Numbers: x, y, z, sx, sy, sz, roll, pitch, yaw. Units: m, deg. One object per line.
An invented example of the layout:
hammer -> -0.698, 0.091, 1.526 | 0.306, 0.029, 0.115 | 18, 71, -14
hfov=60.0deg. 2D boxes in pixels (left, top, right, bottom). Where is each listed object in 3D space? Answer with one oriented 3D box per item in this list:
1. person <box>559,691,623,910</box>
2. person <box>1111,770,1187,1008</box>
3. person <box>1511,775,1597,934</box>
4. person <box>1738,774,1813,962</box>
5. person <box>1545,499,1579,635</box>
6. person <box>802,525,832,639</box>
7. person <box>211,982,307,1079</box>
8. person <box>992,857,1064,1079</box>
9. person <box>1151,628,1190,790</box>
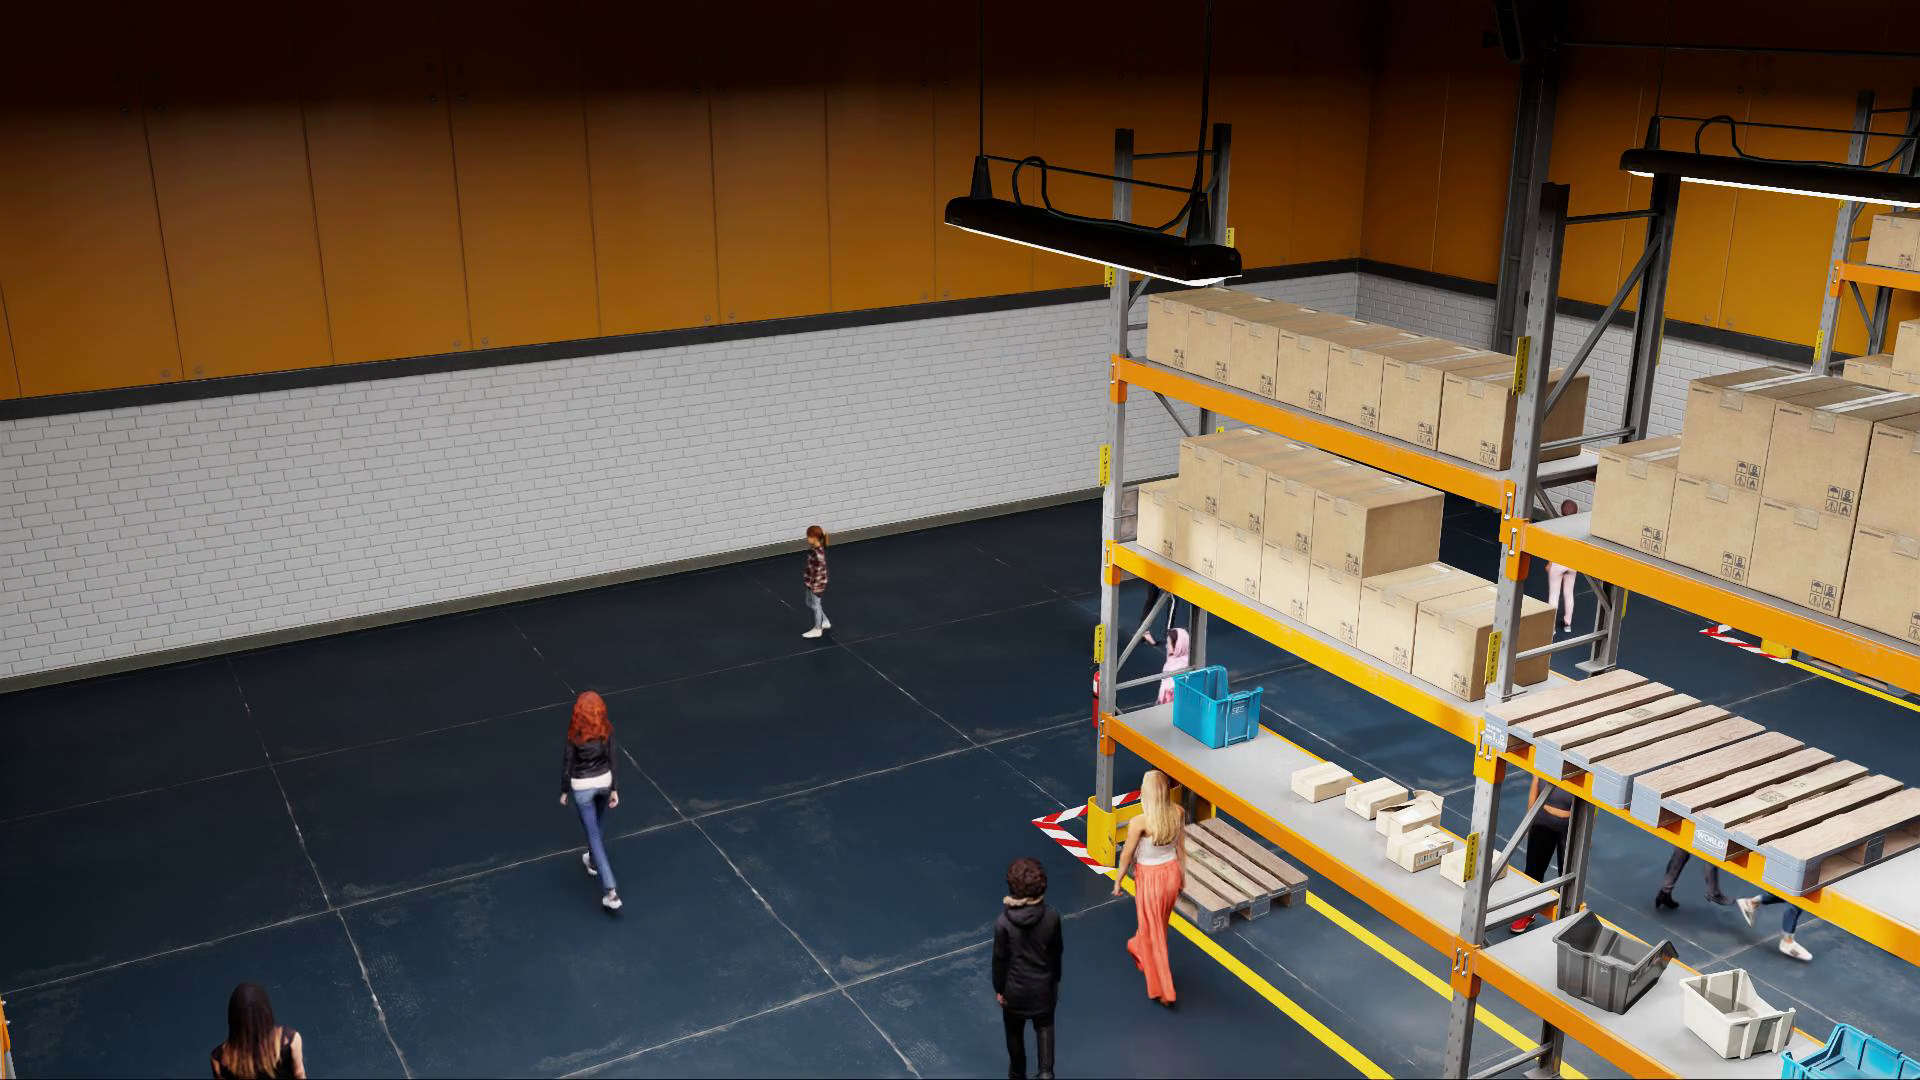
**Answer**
person -> -2.880, 2.077, 13.142 | 0.615, 1.740, 1.204 | -11, 21, -29
person -> 1.433, 2.504, 11.811 | 0.681, 1.781, 1.020 | -9, 20, -24
person -> 4.581, 2.190, 12.691 | 0.711, 1.815, 0.822 | 12, 22, 31
person -> 6.223, 2.427, 12.542 | 0.884, 1.461, 0.694 | 18, 25, 42
person -> 6.793, 0.292, 18.719 | 0.613, 1.565, 0.628 | -2, 19, -7
person -> -1.595, 0.461, 18.628 | 0.657, 1.303, 0.575 | -4, 19, -12
person -> -3.944, 3.322, 9.497 | 0.659, 1.707, 0.639 | -8, 20, -22
person -> 0.462, 2.887, 10.694 | 0.838, 1.769, 1.035 | -3, 19, -8
person -> 2.033, 1.542, 14.926 | 0.856, 1.617, 0.790 | 2, 19, 5
